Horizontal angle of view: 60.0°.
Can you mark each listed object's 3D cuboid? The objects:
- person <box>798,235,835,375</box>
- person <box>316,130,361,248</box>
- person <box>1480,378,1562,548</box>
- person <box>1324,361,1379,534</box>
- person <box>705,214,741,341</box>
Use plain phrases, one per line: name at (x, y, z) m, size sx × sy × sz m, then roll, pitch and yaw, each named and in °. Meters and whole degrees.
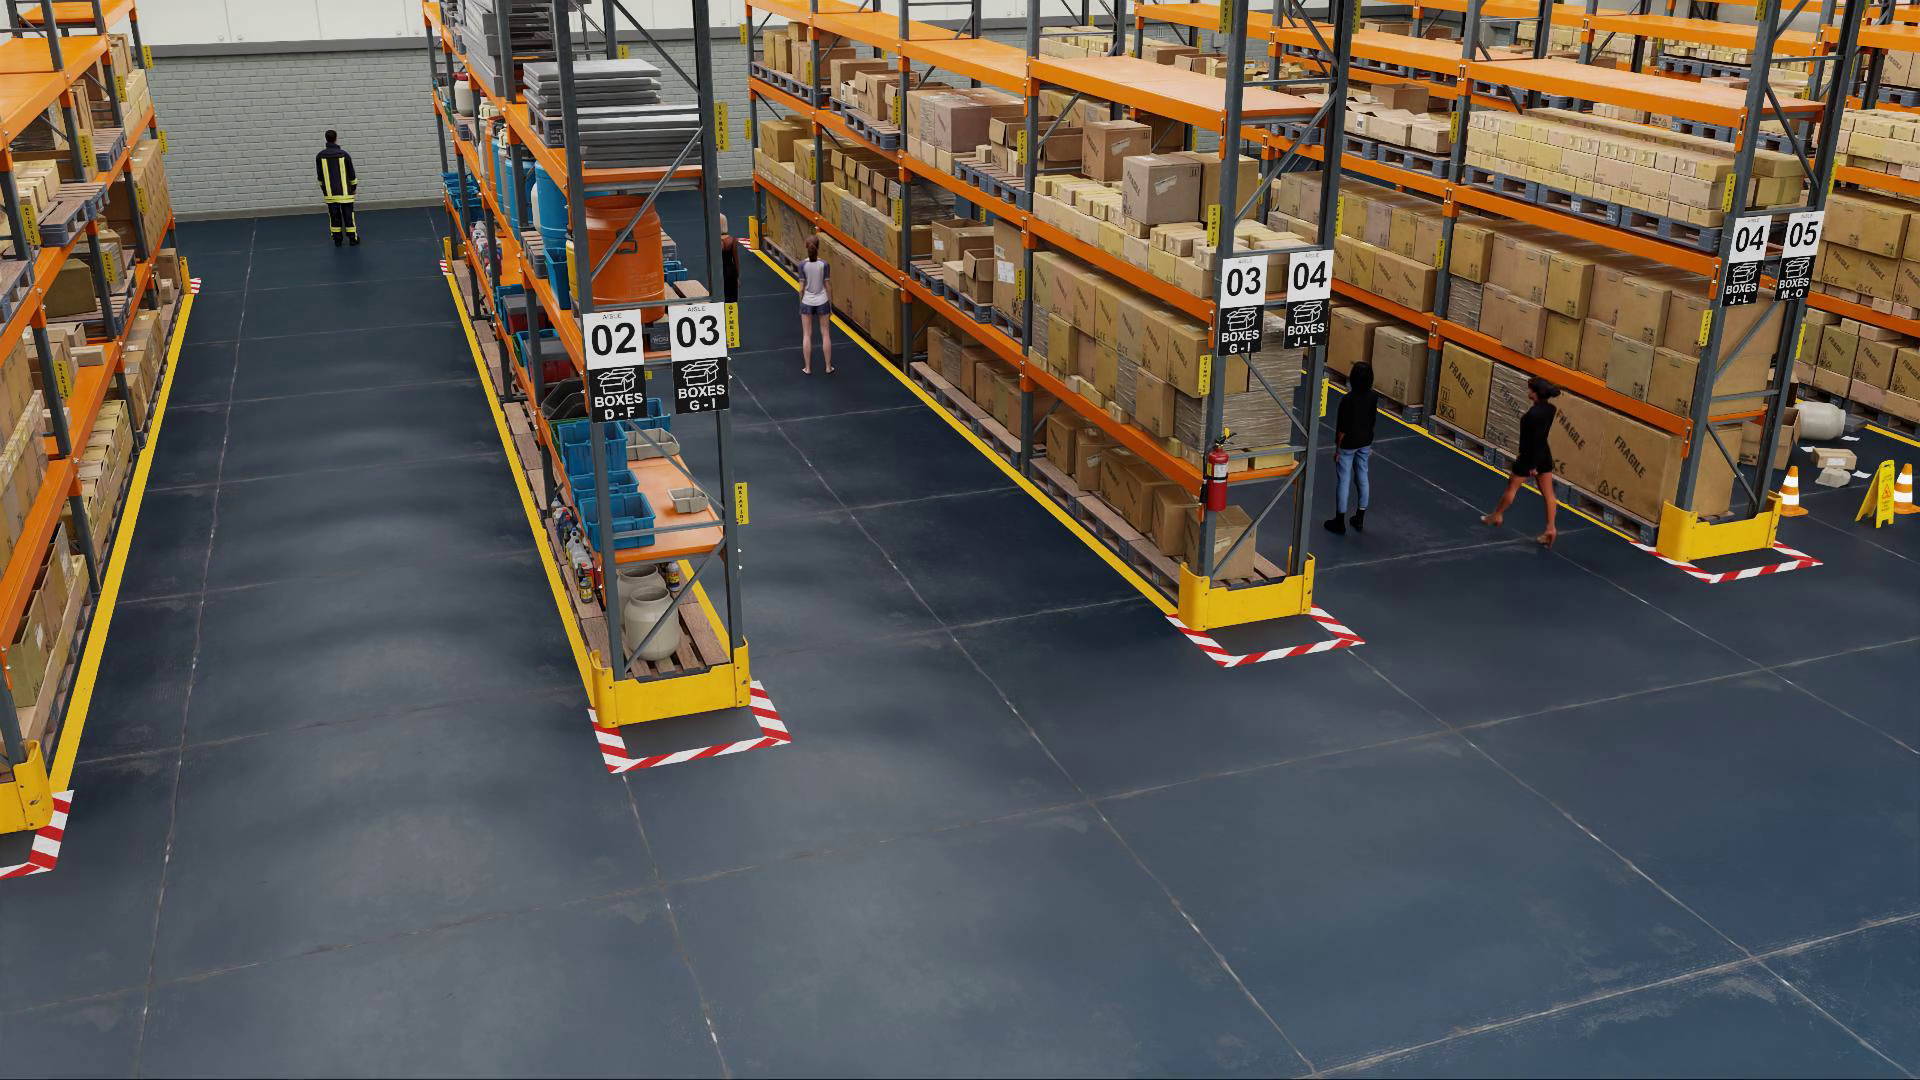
person at (-1.827, -2.970, 20.974) m, size 0.626 × 1.768 × 0.636 m, roll -2°, pitch 22°, yaw -6°
person at (-10.479, -5.937, 28.017) m, size 0.812 × 1.928 × 0.705 m, roll -5°, pitch 23°, yaw -11°
person at (5.473, -0.694, 15.627) m, size 0.781 × 1.602 × 1.060 m, roll -18°, pitch 28°, yaw -37°
person at (3.792, -0.895, 15.988) m, size 0.553 × 1.702 × 0.523 m, roll -8°, pitch 24°, yaw -19°
person at (-3.175, -3.501, 22.299) m, size 0.644 × 1.747 × 0.595 m, roll -2°, pitch 22°, yaw -5°
